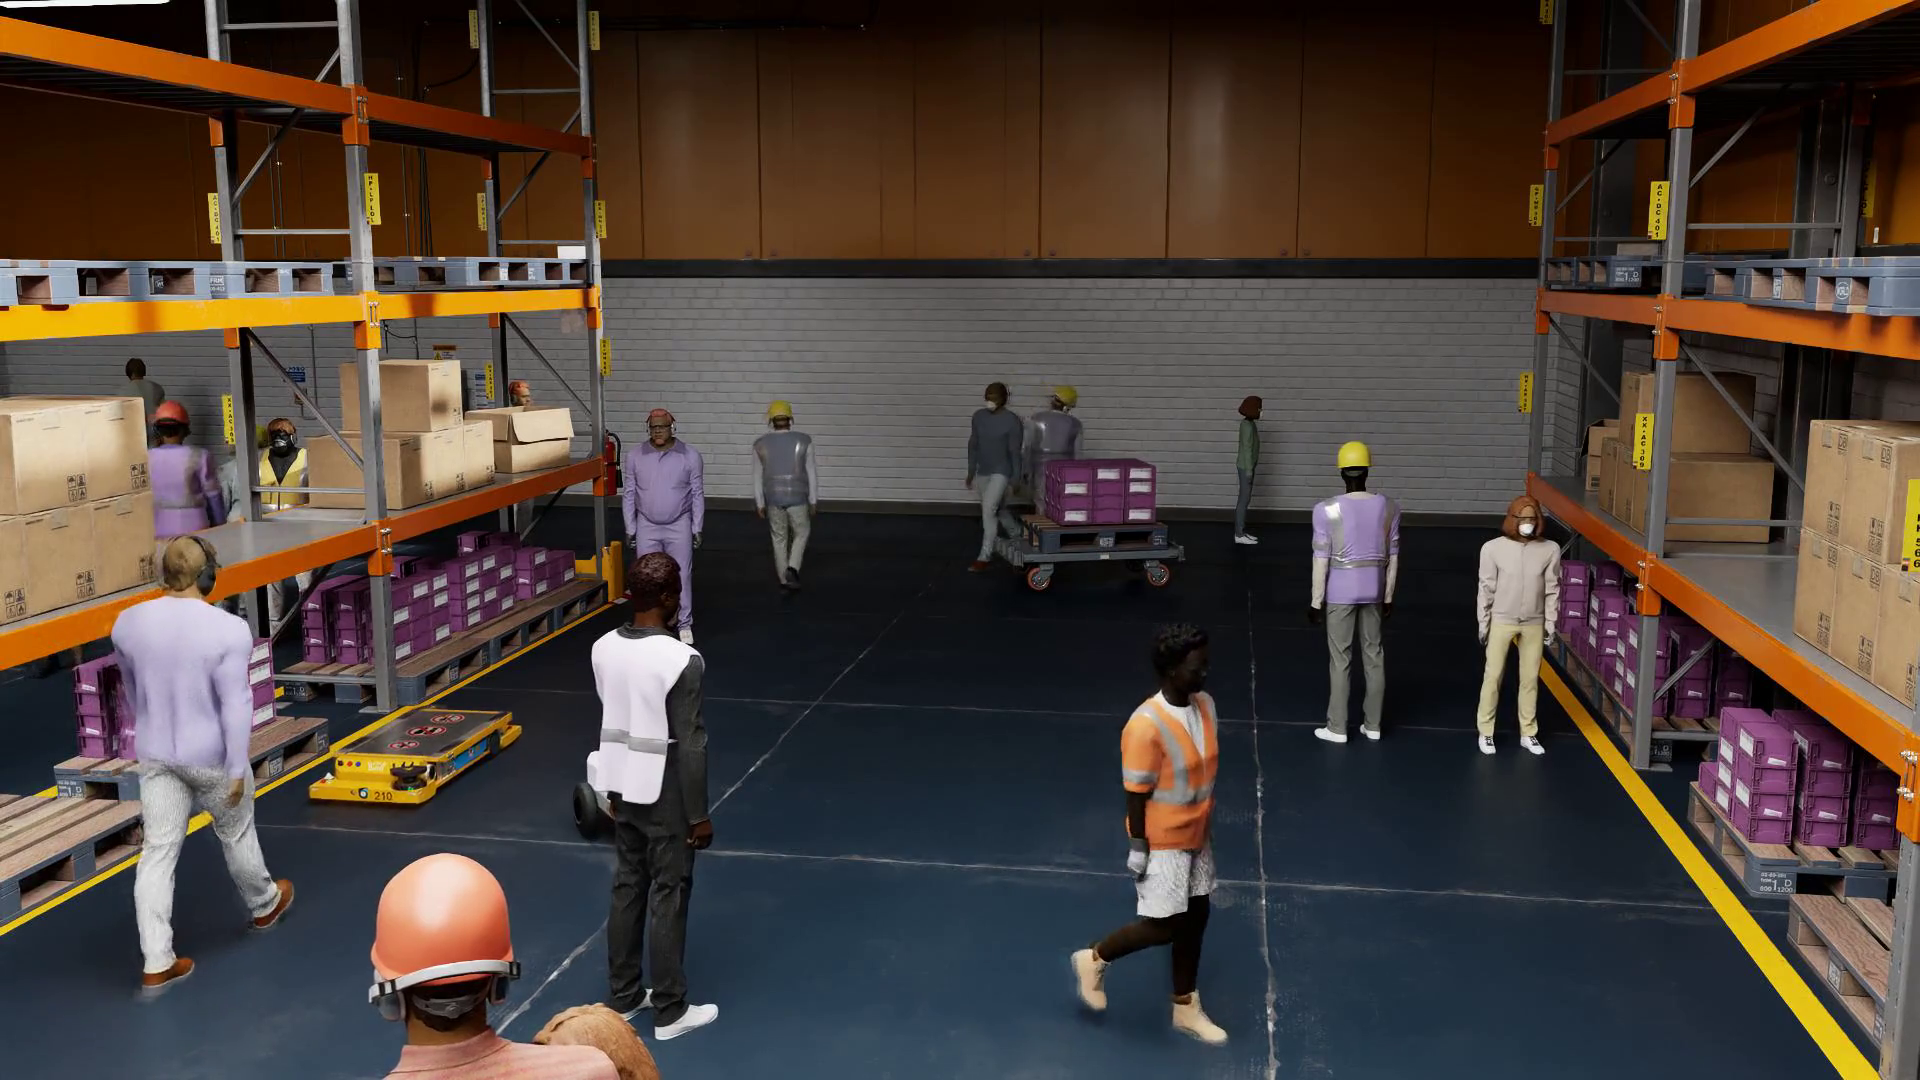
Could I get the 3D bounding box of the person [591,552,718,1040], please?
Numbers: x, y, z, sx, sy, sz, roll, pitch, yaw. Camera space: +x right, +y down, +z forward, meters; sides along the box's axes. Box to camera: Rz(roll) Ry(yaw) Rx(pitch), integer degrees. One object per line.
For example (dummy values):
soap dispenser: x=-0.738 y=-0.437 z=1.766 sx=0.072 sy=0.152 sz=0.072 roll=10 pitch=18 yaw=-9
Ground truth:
person: x=-1.212 y=0.998 z=6.518 sx=0.584 sy=1.910 sz=0.391 roll=8 pitch=12 yaw=41

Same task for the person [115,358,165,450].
person: x=-9.956 y=-1.244 z=20.231 sx=0.358 sy=1.938 sz=0.636 roll=5 pitch=10 yaw=27

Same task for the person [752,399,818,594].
person: x=-1.608 y=-0.387 z=15.305 sx=0.601 sy=1.818 sz=0.480 roll=1 pitch=9 yaw=4

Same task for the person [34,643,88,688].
person: x=-6.562 y=0.125 z=11.996 sx=0.661 sy=1.879 sz=0.915 roll=-6 pitch=11 yaw=-33

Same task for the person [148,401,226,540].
person: x=-6.022 y=-0.061 z=12.767 sx=0.613 sy=2.007 sz=0.993 roll=1 pitch=9 yaw=4

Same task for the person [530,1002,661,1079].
person: x=-0.695 y=1.671 z=3.194 sx=0.282 sy=1.633 sz=0.500 roll=-9 pitch=13 yaw=-44

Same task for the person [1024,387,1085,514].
person: x=1.005 y=-0.704 z=17.383 sx=0.678 sy=1.788 sz=0.489 roll=0 pitch=9 yaw=-2

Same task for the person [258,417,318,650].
person: x=-5.316 y=-0.047 z=13.152 sx=0.621 sy=1.845 sz=0.429 roll=-1 pitch=9 yaw=-8

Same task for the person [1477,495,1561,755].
person: x=3.439 y=0.529 z=10.278 sx=0.492 sy=1.625 sz=0.284 roll=0 pitch=9 yaw=1

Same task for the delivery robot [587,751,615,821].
delivery robot: x=-1.694 y=1.271 z=8.692 sx=0.477 sy=0.478 sz=0.707 roll=-5 pitch=10 yaw=-29

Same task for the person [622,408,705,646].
person: x=-2.364 y=-0.097 z=13.260 sx=0.651 sy=1.907 sz=0.409 roll=-1 pitch=9 yaw=-4

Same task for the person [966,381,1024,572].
person: x=0.423 y=-0.657 z=16.735 sx=0.893 sy=1.909 sz=0.643 roll=-9 pitch=13 yaw=-42

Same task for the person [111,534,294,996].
person: x=-3.271 y=0.907 z=7.152 sx=0.632 sy=1.884 sz=1.004 roll=0 pitch=9 yaw=3

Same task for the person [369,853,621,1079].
person: x=-0.874 y=1.527 z=2.968 sx=0.609 sy=1.995 sz=0.378 roll=-6 pitch=11 yaw=-33

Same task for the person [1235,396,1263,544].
person: x=3.168 y=-0.770 z=18.271 sx=0.272 sy=1.629 sz=0.500 roll=1 pitch=9 yaw=8

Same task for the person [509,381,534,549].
person: x=-4.507 y=-0.689 z=17.014 sx=0.353 sy=1.878 sz=0.598 roll=3 pitch=10 yaw=20

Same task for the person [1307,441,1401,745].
person: x=2.478 y=0.340 z=10.518 sx=0.588 sy=1.923 sz=0.383 roll=-2 pitch=9 yaw=-11

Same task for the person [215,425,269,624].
person: x=-5.925 y=-0.100 z=13.898 sx=0.520 sy=1.713 sz=0.440 roll=4 pitch=10 yaw=23

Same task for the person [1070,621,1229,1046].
person: x=0.757 y=1.123 z=6.438 sx=0.536 sy=1.685 sz=0.540 roll=7 pitch=12 yaw=37

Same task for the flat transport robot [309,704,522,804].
flat transport robot: x=-3.218 y=1.256 z=9.945 sx=0.652 sy=0.197 sz=1.431 roll=1 pitch=9 yaw=8
